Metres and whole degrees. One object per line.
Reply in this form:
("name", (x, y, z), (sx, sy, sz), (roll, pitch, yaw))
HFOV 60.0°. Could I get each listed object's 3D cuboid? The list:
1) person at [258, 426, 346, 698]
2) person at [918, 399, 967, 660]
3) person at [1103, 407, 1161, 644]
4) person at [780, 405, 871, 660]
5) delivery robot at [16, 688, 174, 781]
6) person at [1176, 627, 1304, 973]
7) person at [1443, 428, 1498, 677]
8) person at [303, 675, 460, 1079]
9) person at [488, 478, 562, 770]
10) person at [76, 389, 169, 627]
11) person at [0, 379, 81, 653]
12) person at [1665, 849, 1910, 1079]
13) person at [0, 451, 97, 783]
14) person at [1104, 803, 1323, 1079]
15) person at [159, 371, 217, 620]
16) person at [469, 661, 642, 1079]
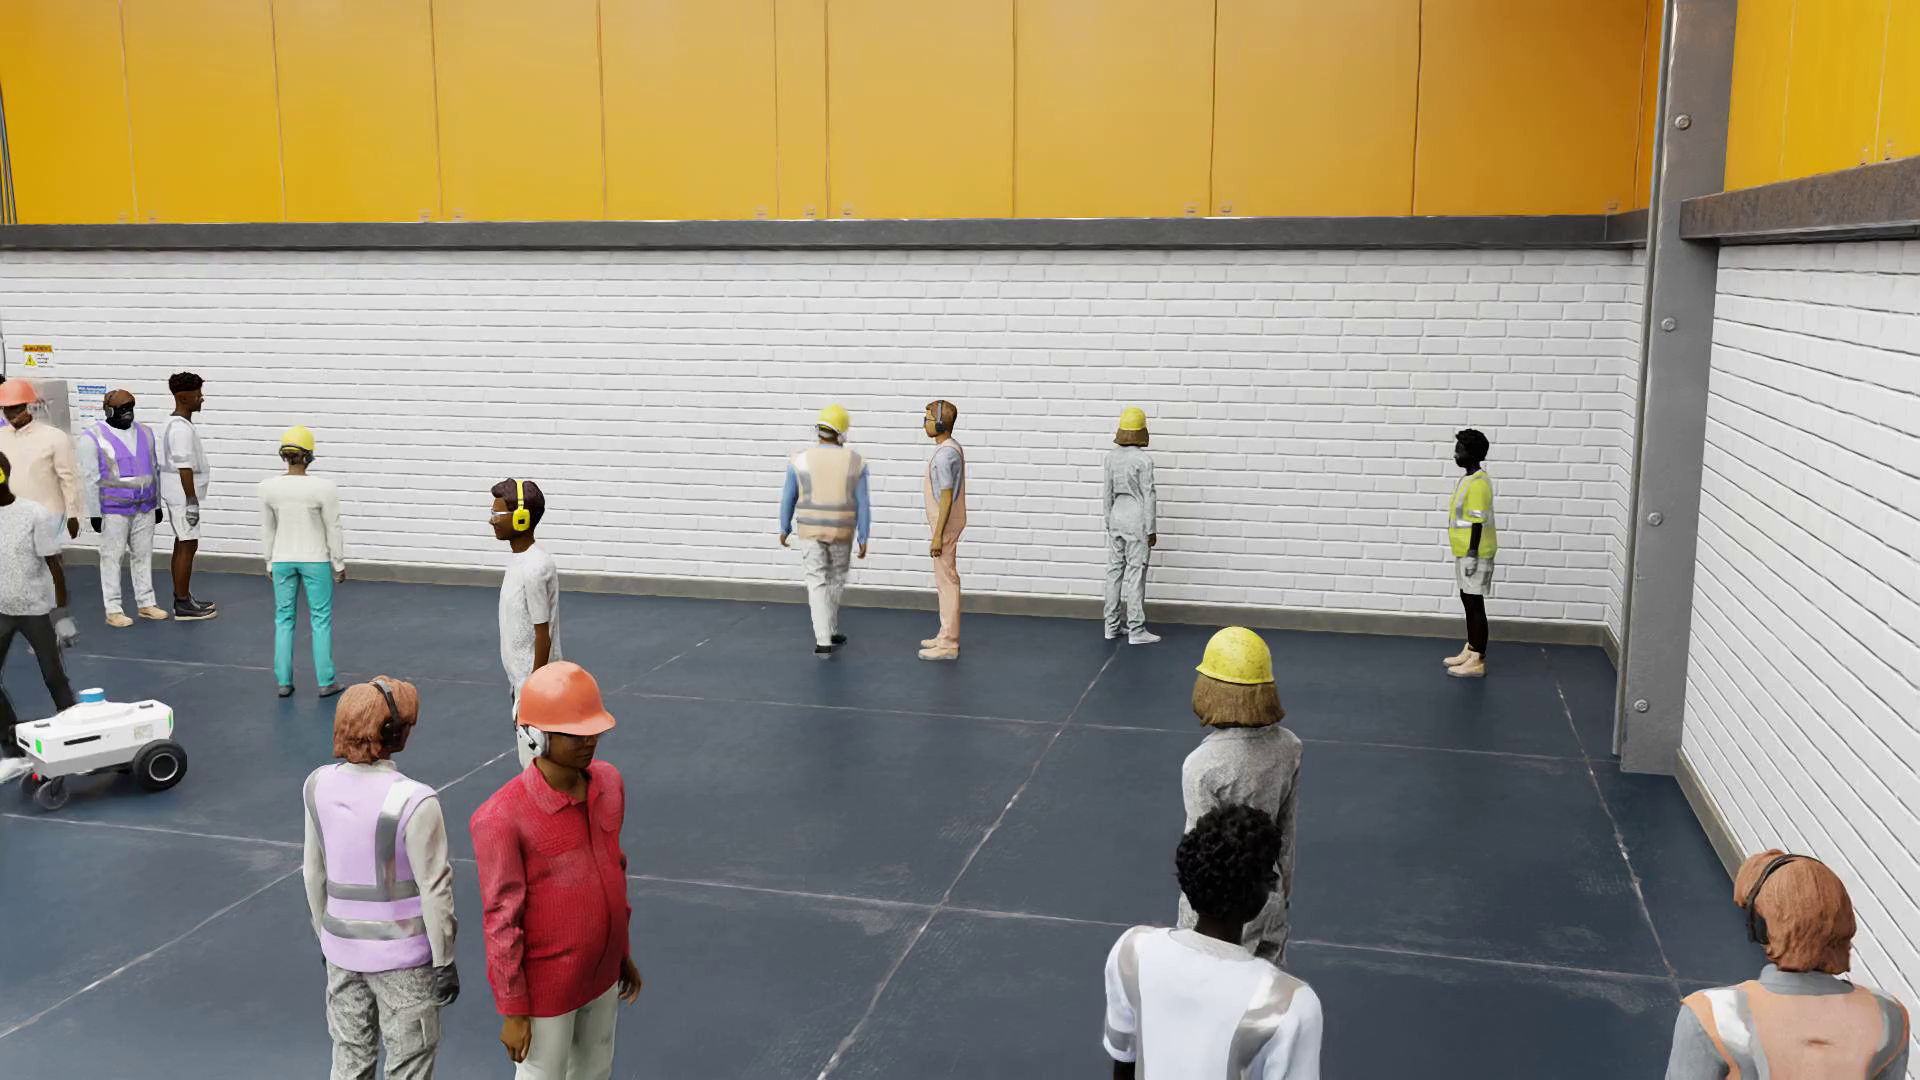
("person", (-4.241, 0.142, 10.766), (0.523, 1.760, 0.336), (0, 10, 1))
("person", (-0.128, -0.074, 11.783), (0.345, 1.846, 0.508), (1, 10, 4))
("person", (1.270, -0.110, 12.286), (0.286, 1.745, 0.493), (-8, 12, -39))
("person", (-0.959, -0.059, 11.835), (0.651, 1.799, 0.618), (-1, 10, -7))
("delivery robot", (-4.569, 1.030, 8.798), (0.477, 0.478, 0.707), (9, 13, 43))
("person", (0.820, 1.120, 5.053), (0.493, 1.743, 0.297), (-8, 13, -40))
("person", (3.476, 0.083, 11.318), (0.322, 1.689, 0.530), (1, 10, 5))
("person", (-1.675, 1.208, 4.843), (0.523, 1.638, 0.310), (5, 11, 26))
("person", (-1.945, 0.651, 7.441), (0.328, 1.872, 0.513), (-4, 10, -21))
("person", (-6.455, -0.251, 12.876), (0.430, 1.835, 0.628), (5, 11, 28))
("person", (-6.734, -0.168, 11.965), (0.613, 1.966, 0.761), (1, 10, 7))
("person", (1.688, 1.447, 3.464), (0.524, 1.631, 0.318), (-1, 10, -7))
("person", (-5.082, 0.408, 8.955), (0.650, 1.835, 0.519), (1, 10, 6))
("person", (0.540, 1.395, 3.598), (0.541, 1.684, 0.321), (8, 13, 40))
("person", (-6.085, -0.349, 13.093), (0.385, 1.957, 0.606), (-5, 11, -28))
("person", (-1.079, 1.191, 4.607), (0.326, 1.752, 0.559), (4, 11, 25))
